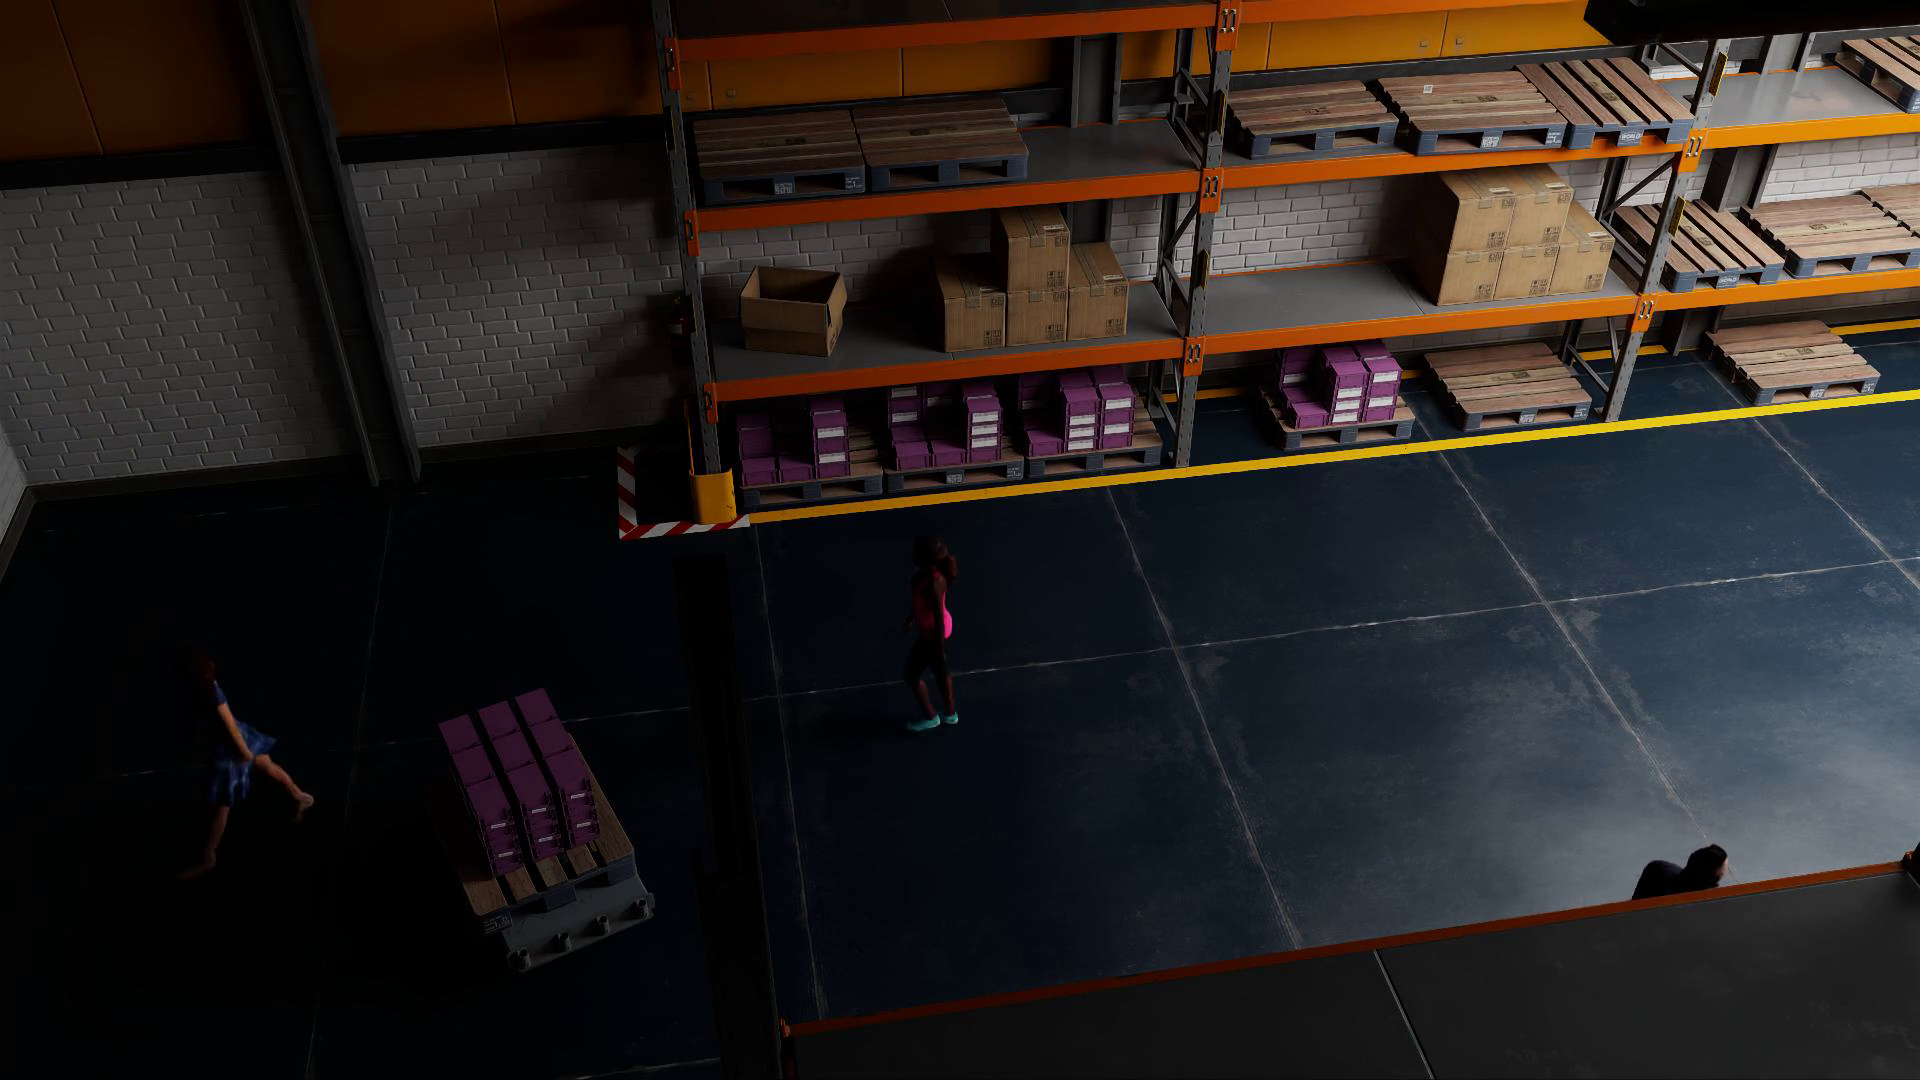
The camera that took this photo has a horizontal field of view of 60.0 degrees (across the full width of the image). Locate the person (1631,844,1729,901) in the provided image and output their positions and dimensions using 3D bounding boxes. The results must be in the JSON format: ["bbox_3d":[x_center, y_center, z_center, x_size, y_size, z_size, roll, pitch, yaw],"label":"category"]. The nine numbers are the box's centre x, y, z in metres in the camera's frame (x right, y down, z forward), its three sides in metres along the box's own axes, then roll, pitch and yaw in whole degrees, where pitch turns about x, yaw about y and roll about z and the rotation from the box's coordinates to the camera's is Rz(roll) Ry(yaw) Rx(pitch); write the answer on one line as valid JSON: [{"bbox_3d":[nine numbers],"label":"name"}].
[{"bbox_3d":[3.855,2.349,9.228,1.227,1.824,0.955,-16,41,-19],"label":"person"}]

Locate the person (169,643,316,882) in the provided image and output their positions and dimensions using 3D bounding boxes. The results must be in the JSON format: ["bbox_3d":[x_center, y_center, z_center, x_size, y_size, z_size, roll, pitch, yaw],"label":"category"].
[{"bbox_3d":[-4.572,1.318,10.587,1.259,1.738,1.009,-27,46,-29],"label":"person"}]

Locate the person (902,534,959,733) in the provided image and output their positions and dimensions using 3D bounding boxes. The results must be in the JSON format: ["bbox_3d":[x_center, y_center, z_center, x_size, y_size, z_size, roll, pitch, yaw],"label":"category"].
[{"bbox_3d":[-0.097,0.645,11.454,0.664,1.708,0.616,1,39,1],"label":"person"}]
